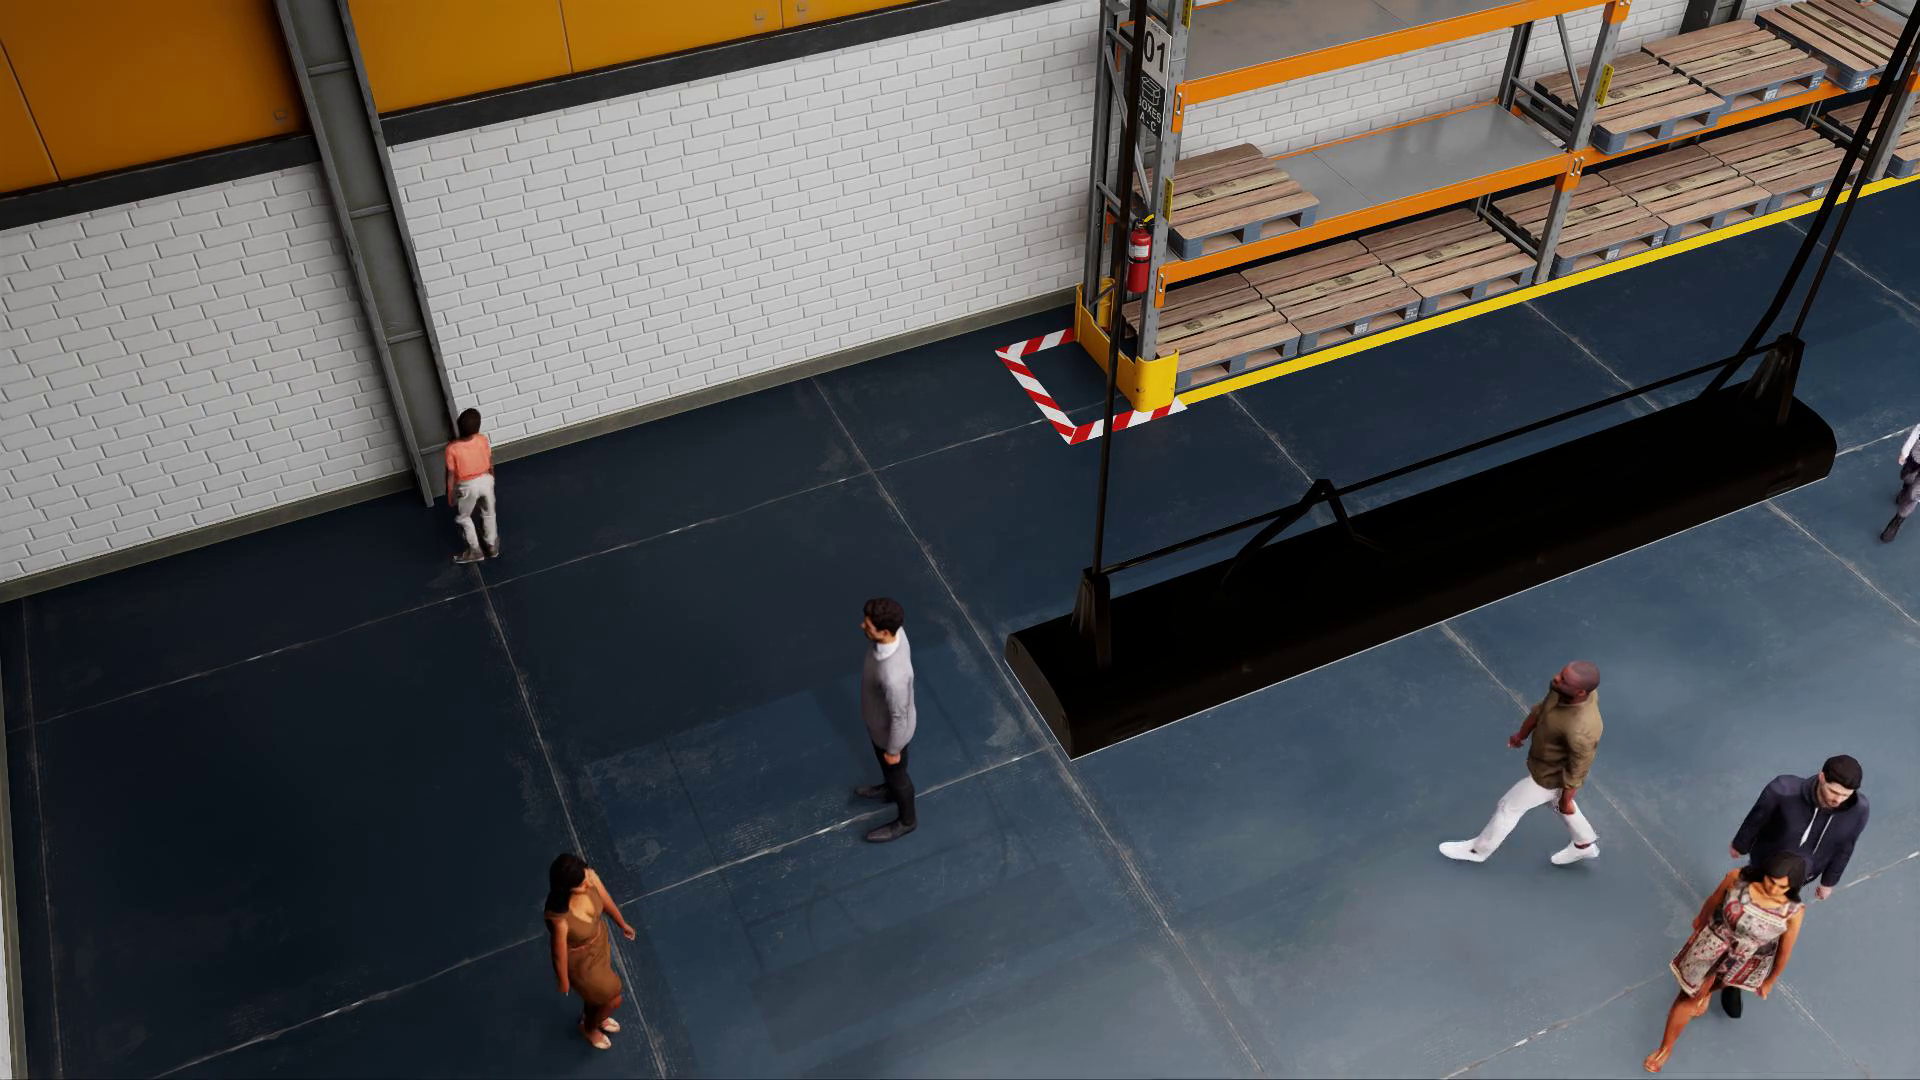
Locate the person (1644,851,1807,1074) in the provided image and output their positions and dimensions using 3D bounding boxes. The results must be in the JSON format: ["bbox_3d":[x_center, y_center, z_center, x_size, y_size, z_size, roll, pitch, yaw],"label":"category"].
[{"bbox_3d":[4.165,2.105,8.863,0.923,1.611,1.116,28,50,27],"label":"person"}]

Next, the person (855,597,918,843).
[{"bbox_3d":[-0.404,1.038,9.757,0.706,1.922,0.801,-7,44,-8],"label":"person"}]

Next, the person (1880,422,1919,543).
[{"bbox_3d":[6.982,-0.624,11.979,0.955,1.263,0.666,-33,52,-30],"label":"person"}]

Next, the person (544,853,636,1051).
[{"bbox_3d":[-2.062,2.160,8.759,0.747,1.675,0.700,5,44,6],"label":"person"}]

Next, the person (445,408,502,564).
[{"bbox_3d":[-3.435,-0.380,11.703,0.450,1.291,0.688,-32,52,-29],"label":"person"}]

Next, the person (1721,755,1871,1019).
[{"bbox_3d":[4.515,1.697,9.125,1.238,1.841,1.207,9,44,10],"label":"person"}]

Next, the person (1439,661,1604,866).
[{"bbox_3d":[3.482,1.315,9.559,1.285,1.795,1.141,7,44,7],"label":"person"}]
